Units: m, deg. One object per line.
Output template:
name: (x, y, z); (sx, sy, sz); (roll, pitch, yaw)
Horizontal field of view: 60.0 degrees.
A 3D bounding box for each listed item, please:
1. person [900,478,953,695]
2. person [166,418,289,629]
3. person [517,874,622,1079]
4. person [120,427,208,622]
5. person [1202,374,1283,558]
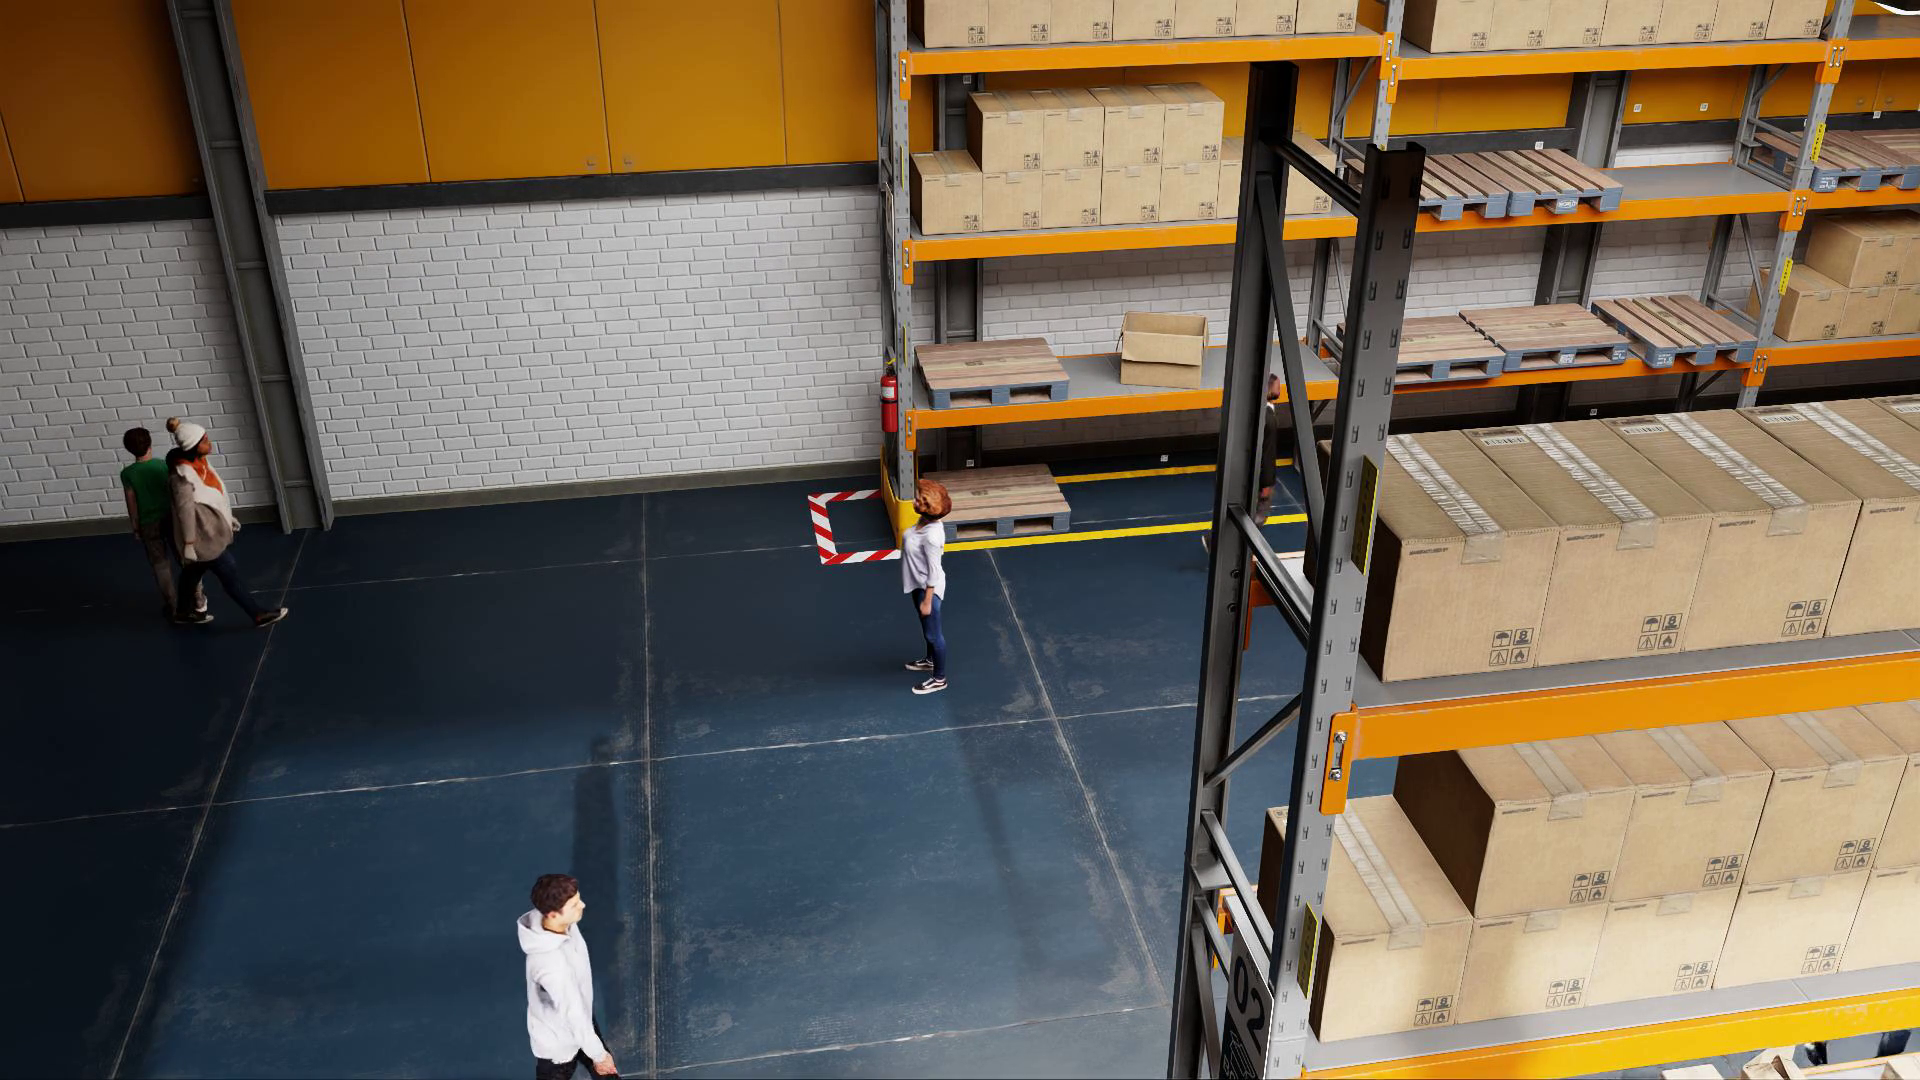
person: (-0.229, 0.321, 12.487); (0.587, 1.713, 0.617); (-5, 29, -9)
person: (-6.072, -0.081, 13.088); (1.159, 1.844, 0.751); (-7, 29, -12)
person: (-2.100, 2.473, 8.358); (1.040, 1.890, 0.694); (-6, 29, -10)
person: (-6.428, -0.134, 13.387); (0.603, 1.651, 0.715); (-19, 34, -31)
person: (2.430, -0.553, 14.021); (0.976, 1.781, 0.650); (-5, 29, -9)
